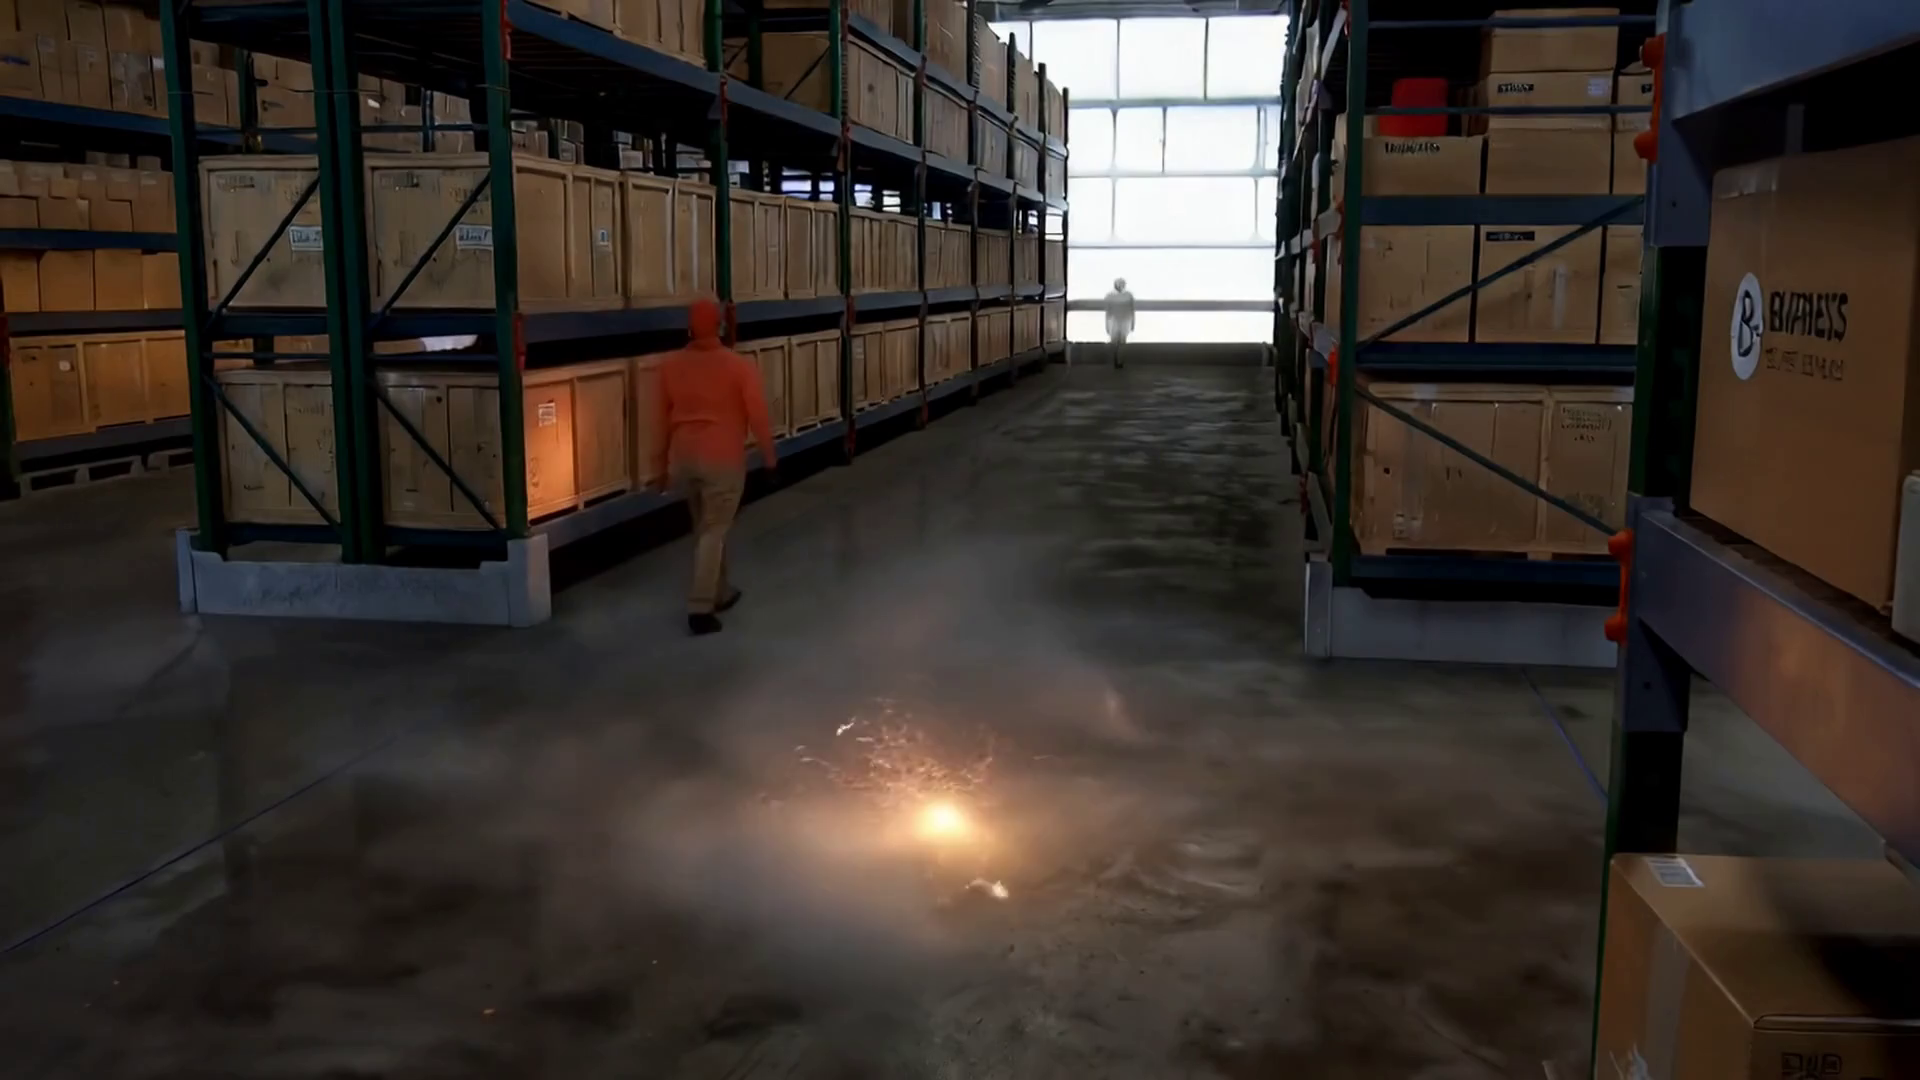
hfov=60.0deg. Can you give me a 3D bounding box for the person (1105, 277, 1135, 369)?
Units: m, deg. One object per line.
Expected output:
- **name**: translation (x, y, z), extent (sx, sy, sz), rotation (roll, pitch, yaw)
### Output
- **person**: translation (3.347, -4.532, 34.799), extent (0.638, 1.919, 0.579), rotation (0, 9, 1)

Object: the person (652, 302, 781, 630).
- **person**: translation (-1.432, -0.435, 9.586), extent (0.647, 1.857, 1.010), rotation (3, 10, 16)

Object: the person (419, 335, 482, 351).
- **person**: translation (-4.555, -1.300, 14.971), extent (0.564, 1.839, 0.395), rotation (-1, 9, -6)
